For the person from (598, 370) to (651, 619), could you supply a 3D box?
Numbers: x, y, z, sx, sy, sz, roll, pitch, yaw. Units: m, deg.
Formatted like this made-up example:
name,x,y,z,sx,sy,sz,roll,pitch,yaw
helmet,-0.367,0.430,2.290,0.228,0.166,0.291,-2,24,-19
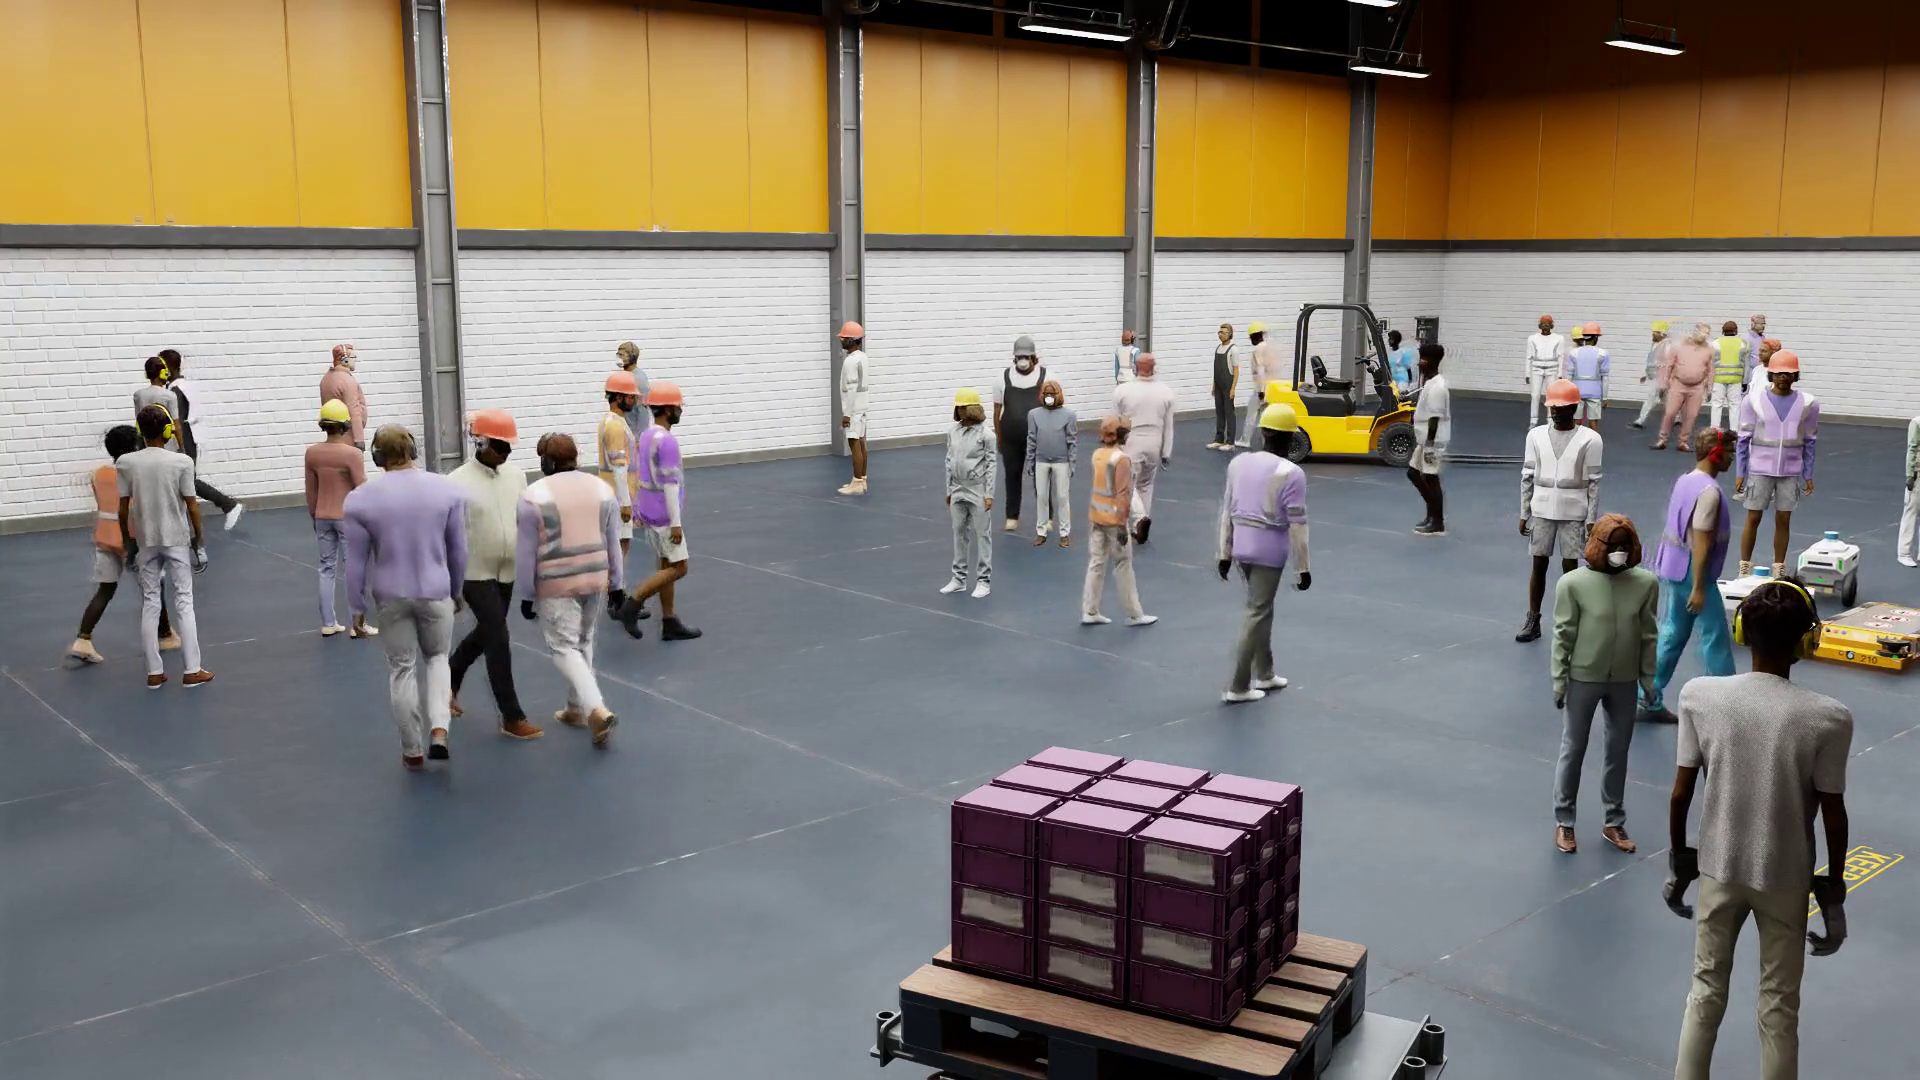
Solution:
name,x,y,z,sx,sy,sz,roll,pitch,yaw
person,-2.629,-0.353,12.952,0.355,1.939,0.544,-3,10,-17

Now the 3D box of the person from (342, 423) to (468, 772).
name,x,y,z,sx,sy,sz,roll,pitch,yaw
person,-3.004,0.324,9.060,0.652,1.916,0.451,-4,10,-21

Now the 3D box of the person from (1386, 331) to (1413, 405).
name,x,y,z,sx,sy,sz,roll,pitch,yaw
person,6.969,-2.526,26.572,0.932,1.623,0.540,-5,11,-27

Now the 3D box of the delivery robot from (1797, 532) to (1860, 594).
name,x,y,z,sx,sy,sz,roll,pitch,yaw
delivery robot,7.126,0.174,13.635,0.477,0.478,0.707,7,12,37

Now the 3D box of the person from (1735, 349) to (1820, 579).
name,x,y,z,sx,sy,sz,roll,pitch,yaw
person,6.861,-0.583,13.988,0.613,2.041,0.393,3,10,16

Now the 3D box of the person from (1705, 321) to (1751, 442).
name,x,y,z,sx,sy,sz,roll,pitch,yaw
person,11.628,-2.402,25.240,0.626,1.840,0.430,3,10,17

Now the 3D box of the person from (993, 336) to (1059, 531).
name,x,y,z,sx,sy,sz,roll,pitch,yaw
person,0.669,-1.094,16.990,0.692,2.000,0.542,1,10,6

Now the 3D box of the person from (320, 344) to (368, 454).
name,x,y,z,sx,sy,sz,roll,pitch,yaw
person,-6.380,-1.090,17.360,0.653,1.906,0.408,9,14,44

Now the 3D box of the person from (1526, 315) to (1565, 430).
name,x,y,z,sx,sy,sz,roll,pitch,yaw
person,9.422,-2.687,26.817,0.578,1.878,0.344,4,10,21

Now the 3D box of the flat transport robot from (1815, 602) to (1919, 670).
name,x,y,z,sx,sy,sz,roll,pitch,yaw
flat transport robot,6.622,0.665,11.864,1.431,0.197,0.652,-9,13,-42

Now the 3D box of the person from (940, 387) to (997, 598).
name,x,y,z,sx,sy,sz,roll,pitch,yaw
person,0.074,-0.394,13.758,0.487,1.744,0.312,7,12,37

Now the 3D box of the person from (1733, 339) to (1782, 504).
name,x,y,z,sx,sy,sz,roll,pitch,yaw
person,9.142,-1.347,18.928,0.356,1.885,0.574,-2,10,-11

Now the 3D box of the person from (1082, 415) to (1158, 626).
name,x,y,z,sx,sy,sz,roll,pitch,yaw
person,1.183,-0.140,12.637,0.485,1.629,0.535,-4,11,-24

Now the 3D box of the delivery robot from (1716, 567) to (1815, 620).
name,x,y,z,sx,sy,sz,roll,pitch,yaw
delivery robot,5.811,0.437,12.097,0.707,0.478,0.477,5,11,28

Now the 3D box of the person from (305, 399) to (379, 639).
name,x,y,z,sx,sy,sz,roll,pitch,yaw
person,-4.562,-0.152,12.278,0.536,1.769,0.315,3,10,19

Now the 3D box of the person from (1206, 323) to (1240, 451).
name,x,y,z,sx,sy,sz,roll,pitch,yaw
person,3.827,-2.214,24.119,0.340,1.846,0.513,-5,11,-29

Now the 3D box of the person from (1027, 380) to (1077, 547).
name,x,y,z,sx,sy,sz,roll,pitch,yaw
person,0.890,-0.738,16.130,0.502,1.626,0.283,3,10,17

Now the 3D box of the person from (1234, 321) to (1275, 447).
name,x,y,z,sx,sy,sz,roll,pitch,yaw
person,4.500,-2.268,24.388,0.952,1.878,0.639,5,11,29

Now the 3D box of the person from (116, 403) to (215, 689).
name,x,y,z,sx,sy,sz,roll,pitch,yaw
person,-5.188,0.042,10.846,0.532,1.867,0.315,-1,10,-6

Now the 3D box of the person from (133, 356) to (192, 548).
name,x,y,z,sx,sy,sz,roll,pitch,yaw
person,-7.628,-0.826,15.945,0.509,1.864,0.328,2,10,14

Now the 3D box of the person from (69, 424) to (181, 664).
name,x,y,z,sx,sy,sz,roll,pitch,yaw
person,-5.837,0.026,11.553,0.533,1.662,0.841,4,11,24

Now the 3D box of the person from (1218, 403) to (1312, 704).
name,x,y,z,sx,sy,sz,roll,pitch,yaw
person,1.987,0.082,10.509,0.767,1.892,0.606,-7,12,-36

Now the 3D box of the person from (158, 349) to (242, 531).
name,x,y,z,sx,sy,sz,roll,pitch,yaw
person,-7.806,-0.991,16.838,0.799,1.892,0.597,-5,11,-27

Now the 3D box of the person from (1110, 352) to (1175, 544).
name,x,y,z,sx,sy,sz,roll,pitch,yaw
person,1.775,-0.894,16.285,0.657,1.882,0.777,-3,10,-15

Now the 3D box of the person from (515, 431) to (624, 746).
name,x,y,z,sx,sy,sz,roll,pitch,yaw
person,-2.226,0.280,9.658,0.637,1.821,0.821,-9,14,-44

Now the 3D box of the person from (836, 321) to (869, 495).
name,x,y,z,sx,sy,sz,roll,pitch,yaw
person,-1.270,-1.554,19.663,0.370,2.048,0.608,2,10,10

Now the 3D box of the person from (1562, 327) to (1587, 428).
name,x,y,z,sx,sy,sz,roll,pitch,yaw
person,9.565,-2.441,25.792,0.540,1.724,0.703,-1,10,-5

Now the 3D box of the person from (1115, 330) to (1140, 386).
name,x,y,z,sx,sy,sz,roll,pitch,yaw
person,2.691,-2.524,26.554,0.519,1.643,0.317,9,13,42

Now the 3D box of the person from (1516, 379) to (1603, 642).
name,x,y,z,sx,sy,sz,roll,pitch,yaw
person,4.319,-0.193,12.020,0.551,1.935,0.371,6,12,33

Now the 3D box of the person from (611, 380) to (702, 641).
name,x,y,z,sx,sy,sz,roll,pitch,yaw
person,-2.198,-0.187,12.015,0.599,1.925,0.561,-5,11,-26

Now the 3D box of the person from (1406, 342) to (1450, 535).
name,x,y,z,sx,sy,sz,roll,pitch,yaw
person,4.736,-1.013,16.752,0.452,1.952,0.626,2,10,14

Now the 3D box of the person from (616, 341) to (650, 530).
name,x,y,z,sx,sy,sz,roll,pitch,yaw
person,-3.400,-1.081,17.213,0.368,1.940,0.632,-6,11,-32

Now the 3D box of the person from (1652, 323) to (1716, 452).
name,x,y,z,sx,sy,sz,roll,pitch,yaw
person,10.461,-2.189,23.932,0.758,1.862,0.421,2,10,13

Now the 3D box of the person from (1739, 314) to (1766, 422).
name,x,y,z,sx,sy,sz,roll,pitch,yaw
person,12.444,-2.576,26.065,0.651,1.904,0.403,-8,12,-38

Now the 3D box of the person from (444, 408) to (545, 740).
name,x,y,z,sx,sy,sz,roll,pitch,yaw
person,-2.857,0.174,9.885,0.959,1.949,0.631,6,11,30

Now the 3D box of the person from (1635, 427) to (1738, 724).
name,x,y,z,sx,sy,sz,roll,pitch,yaw
person,4.464,0.234,9.879,0.797,1.806,0.589,1,10,8

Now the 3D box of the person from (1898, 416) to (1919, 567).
name,x,y,z,sx,sy,sz,roll,pitch,yaw
person,8.807,-0.572,15.105,0.517,1.639,0.314,-2,10,-13

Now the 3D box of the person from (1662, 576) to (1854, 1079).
name,x,y,z,sx,sy,sz,roll,pitch,yaw
person,2.414,1.032,5.045,0.531,1.871,0.322,8,13,39

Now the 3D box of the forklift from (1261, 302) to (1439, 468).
name,x,y,z,sx,sy,sz,roll,pitch,yaw
forklift,5.320,-2.157,22.763,2.313,2.155,1.214,3,10,16

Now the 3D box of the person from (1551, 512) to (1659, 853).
name,x,y,z,sx,sy,sz,roll,pitch,yaw
person,3.035,0.674,7.853,0.502,1.627,0.270,-1,10,-4

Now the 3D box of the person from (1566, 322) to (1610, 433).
name,x,y,z,sx,sy,sz,roll,pitch,yaw
person,8.407,-1.945,22.311,0.551,1.938,0.408,5,11,27

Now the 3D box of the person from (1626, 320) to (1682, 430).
name,x,y,z,sx,sy,sz,roll,pitch,yaw
person,11.352,-2.666,26.965,0.941,1.788,0.601,1,10,6
